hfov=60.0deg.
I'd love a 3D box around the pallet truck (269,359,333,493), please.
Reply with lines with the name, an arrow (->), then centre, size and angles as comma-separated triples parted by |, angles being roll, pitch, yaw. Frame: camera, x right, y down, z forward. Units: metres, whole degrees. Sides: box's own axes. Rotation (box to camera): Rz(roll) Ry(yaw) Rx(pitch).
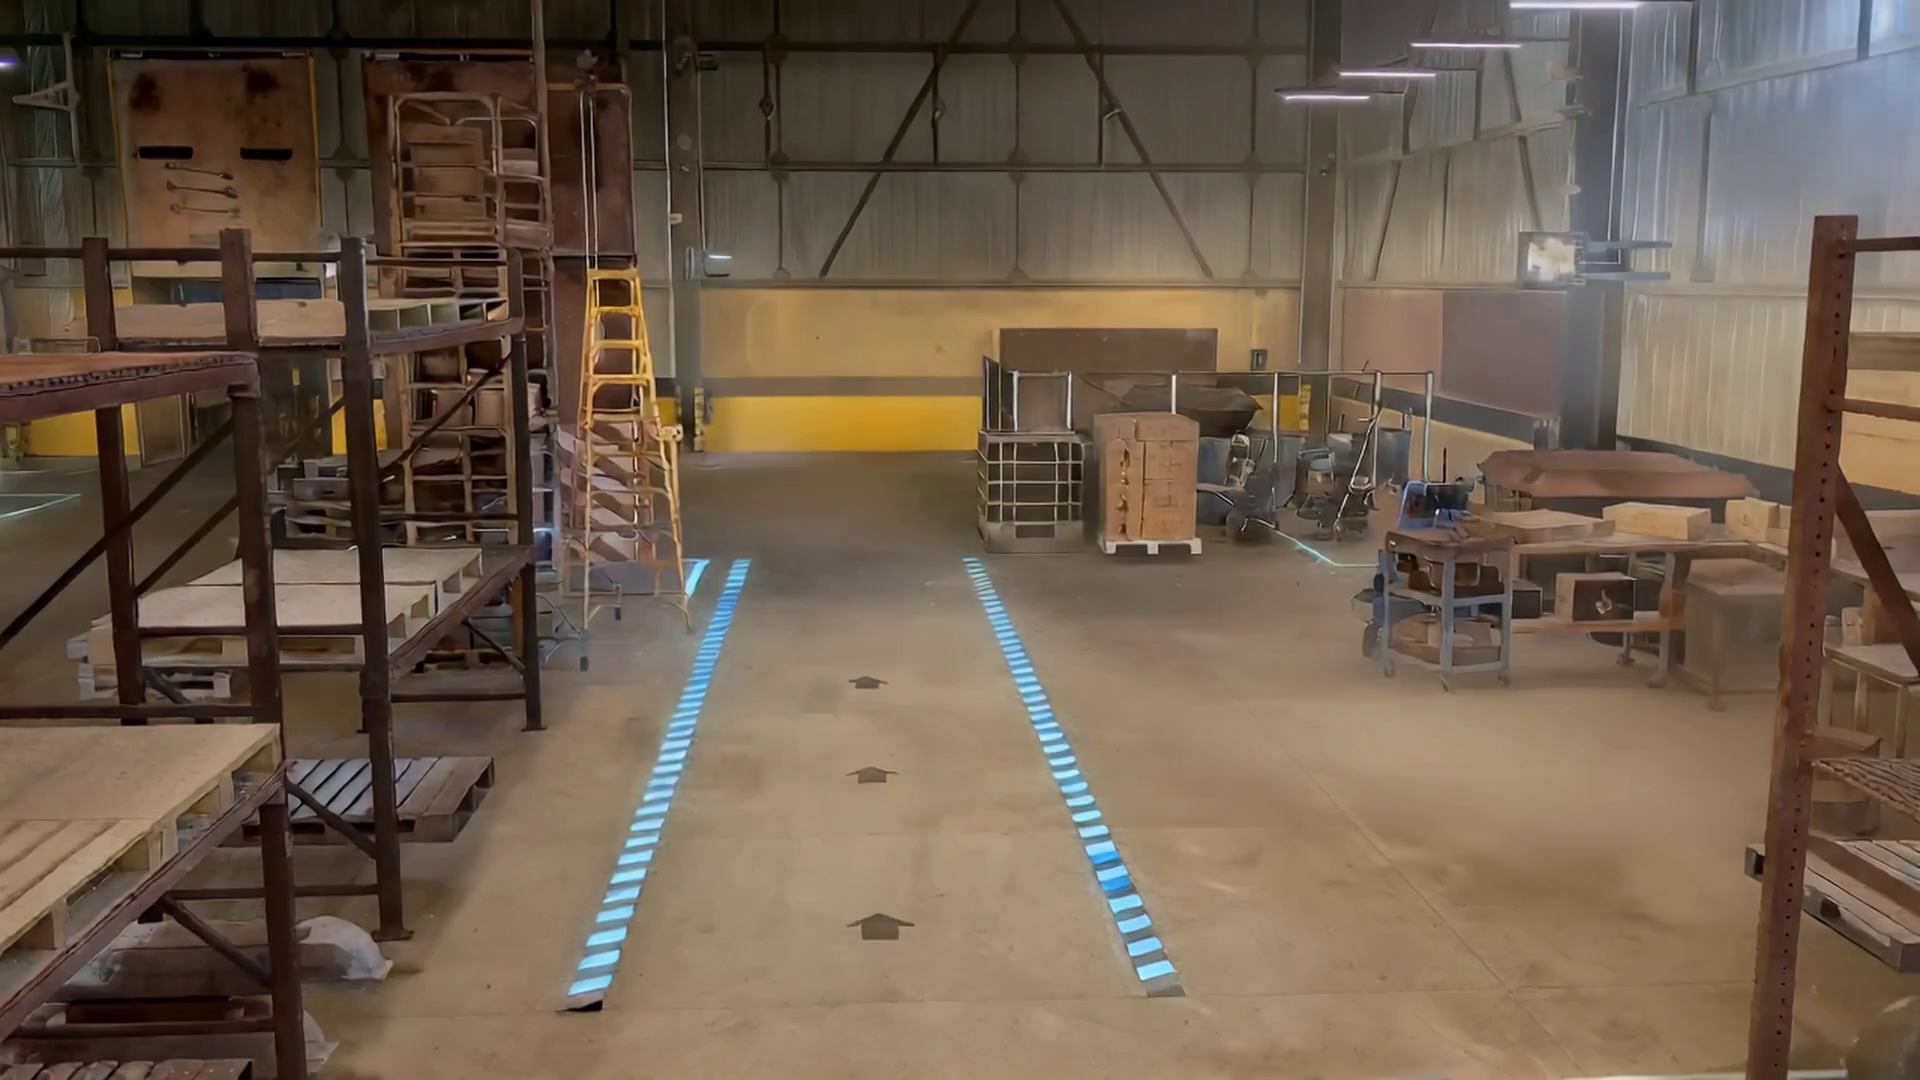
pallet truck -> -7.062, -1.131, 18.996 | 1.885, 1.965, 0.823 | 2, 9, 13

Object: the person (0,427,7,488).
person -> -13.174, -1.653, 22.498 | 0.385, 1.929, 0.544 | -8, 12, -41

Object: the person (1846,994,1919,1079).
person -> 1.245, 1.558, 2.296 | 0.354, 1.936, 0.635 | -4, 10, -23
